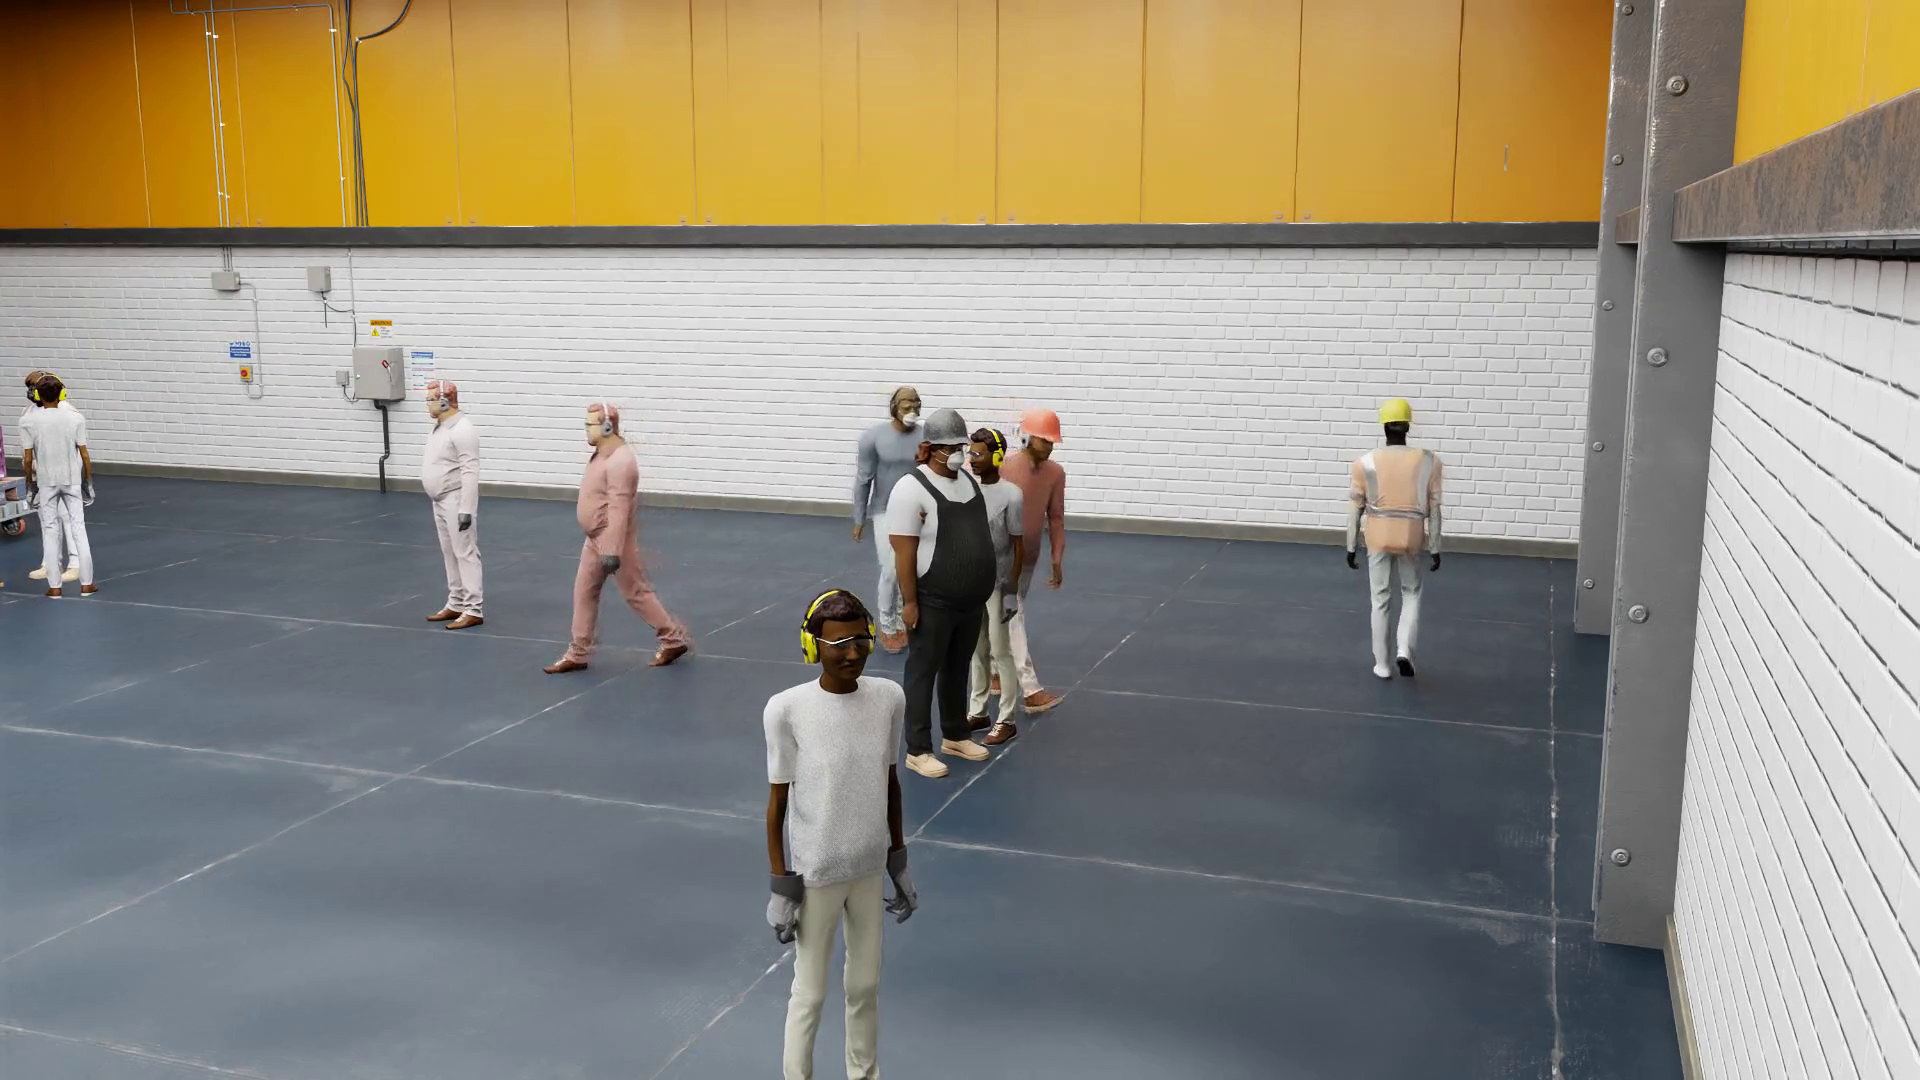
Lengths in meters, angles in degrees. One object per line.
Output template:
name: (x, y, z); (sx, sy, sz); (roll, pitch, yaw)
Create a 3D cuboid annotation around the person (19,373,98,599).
person: (-7.480, -0.447, 13.817); (0.512, 1.872, 0.328); (-6, 12, -29)

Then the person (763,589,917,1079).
person: (-0.371, 1.071, 5.284); (0.524, 1.866, 0.325); (-7, 12, -33)

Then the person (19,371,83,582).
person: (-7.923, -0.555, 14.506); (0.625, 1.843, 0.430); (5, 11, 24)

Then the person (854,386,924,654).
person: (-0.412, -0.141, 11.930); (0.677, 1.924, 0.654); (-4, 11, -20)

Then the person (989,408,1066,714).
person: (0.378, 0.114, 10.540); (0.647, 1.911, 1.036); (-7, 12, -36)

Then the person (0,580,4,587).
person: (-8.341, -0.528, 13.918); (0.381, 1.994, 0.622); (-2, 10, -11)

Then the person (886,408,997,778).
person: (-0.054, 0.278, 9.253); (0.539, 2.000, 0.689); (8, 13, 38)

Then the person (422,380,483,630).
person: (-3.904, -0.272, 12.739); (0.399, 1.905, 0.642); (-7, 12, -36)

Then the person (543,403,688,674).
person: (-2.353, -0.015, 11.410); (0.969, 1.867, 0.656); (-5, 11, -27)

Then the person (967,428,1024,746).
person: (0.158, 0.271, 9.779); (0.329, 1.872, 0.510); (-8, 13, -40)

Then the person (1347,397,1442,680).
person: (2.898, 0.004, 11.131); (0.621, 1.913, 0.398); (2, 10, 10)
